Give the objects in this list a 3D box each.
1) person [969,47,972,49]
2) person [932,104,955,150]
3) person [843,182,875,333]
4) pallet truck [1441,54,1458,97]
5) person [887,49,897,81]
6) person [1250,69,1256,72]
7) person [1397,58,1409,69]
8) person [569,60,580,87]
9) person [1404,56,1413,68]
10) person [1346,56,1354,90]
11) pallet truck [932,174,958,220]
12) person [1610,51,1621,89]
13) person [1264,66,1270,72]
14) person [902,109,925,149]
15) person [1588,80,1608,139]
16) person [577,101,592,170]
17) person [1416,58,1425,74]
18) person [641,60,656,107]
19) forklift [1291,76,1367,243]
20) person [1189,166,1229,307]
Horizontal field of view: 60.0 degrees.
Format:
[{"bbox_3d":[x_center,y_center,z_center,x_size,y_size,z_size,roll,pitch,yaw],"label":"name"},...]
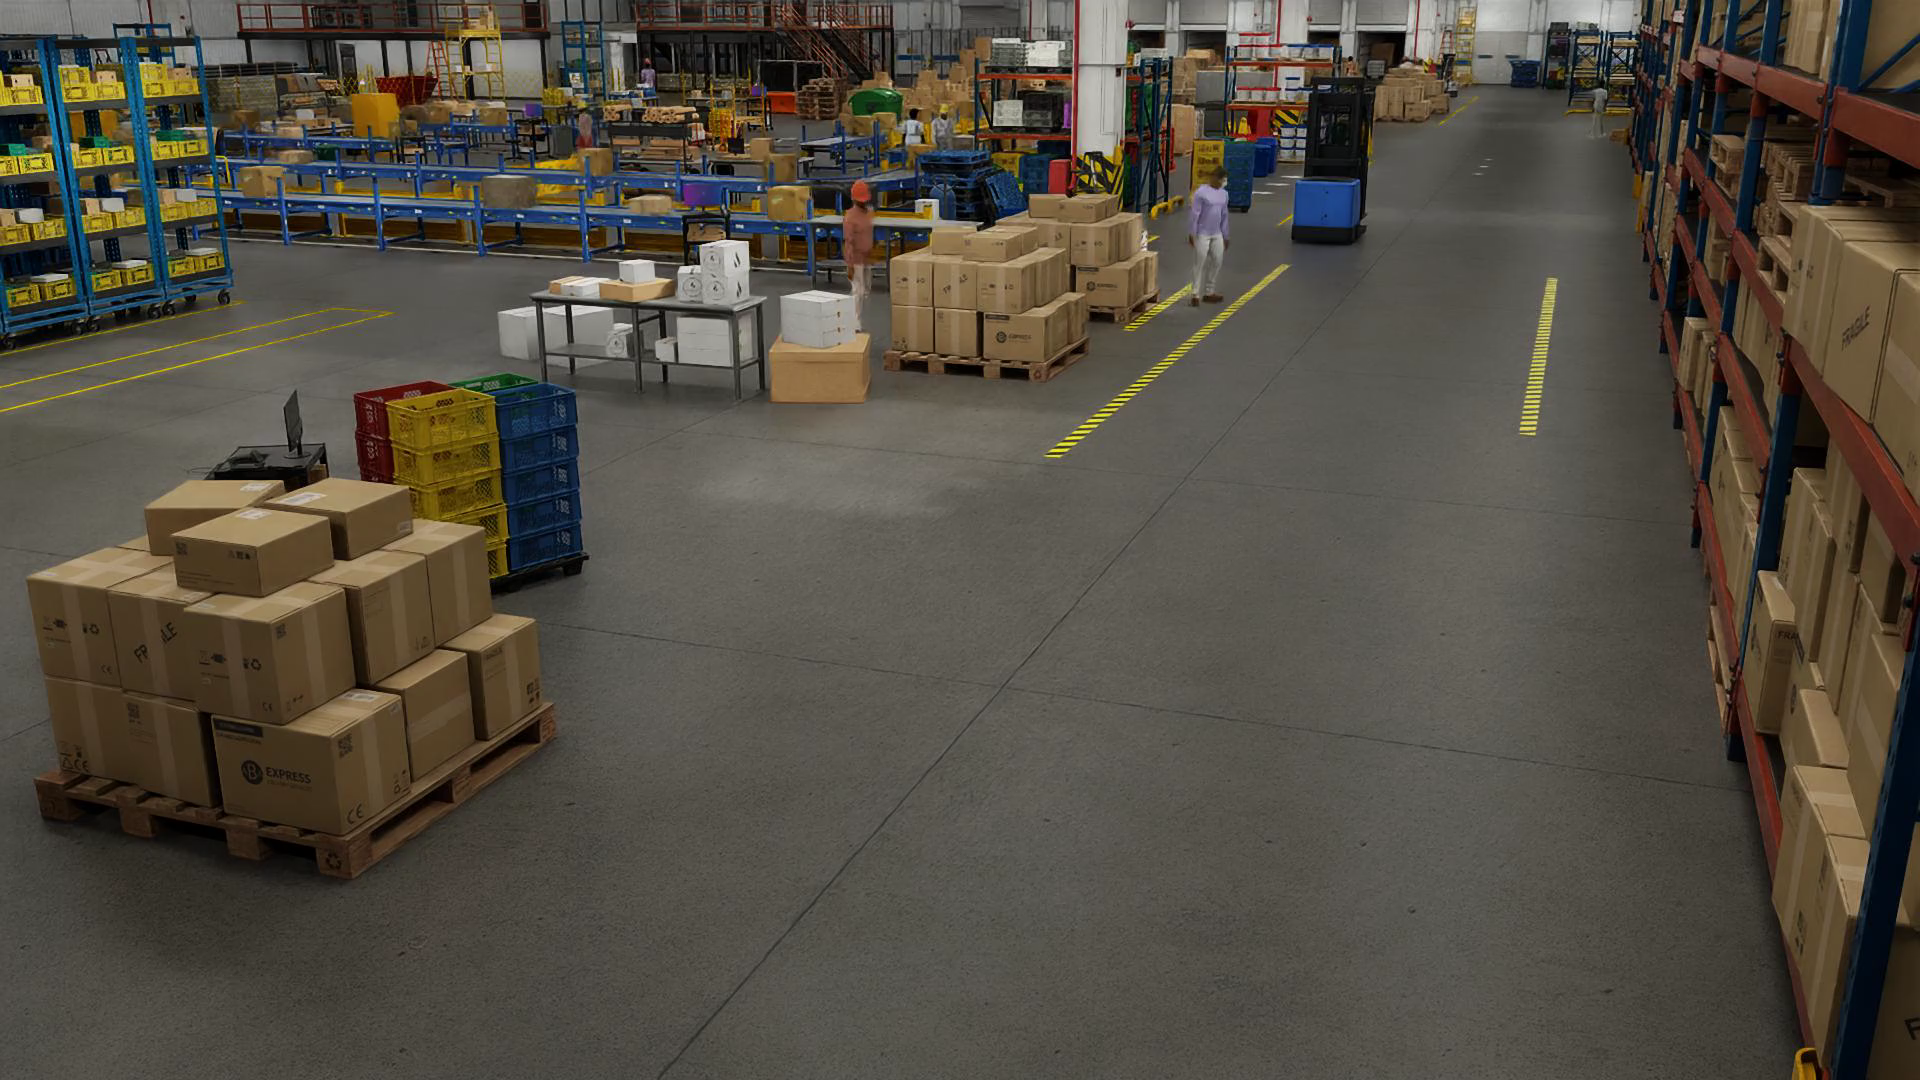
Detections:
[{"bbox_3d":[0.571,-27.521,96.173,0.391,1.931,0.546,12,21,34],"label":"person"},{"bbox_3d":[-0.375,-9.285,39.038,0.591,1.829,0.404,-7,19,-22],"label":"person"},{"bbox_3d":[-1.304,-3.466,20.576,0.702,1.944,0.682,9,20,26],"label":"person"},{"bbox_3d":[22.765,-21.886,78.355,0.823,1.965,1.885,-4,18,-14],"label":"pallet truck"},{"bbox_3d":[-3.937,-27.660,96.842,0.625,1.798,0.971,-8,19,-22],"label":"person"},{"bbox_3d":[10.018,-15.244,57.418,0.695,2.000,0.590,-16,24,-41],"label":"person"},{"bbox_3d":[19.574,-20.349,73.703,0.632,1.904,0.511,-8,19,-25],"label":"person"},{"bbox_3d":[-16.799,-19.995,72.601,0.355,1.883,0.574,12,21,33],"label":"person"},{"bbox_3d":[21.320,-22.191,79.593,0.621,1.834,0.430,-6,19,-19],"label":"person"},{"bbox_3d":[20.017,-23.981,85.424,0.538,1.695,0.319,-14,22,-37],"label":"person"},{"bbox_3d":[-0.507,-5.292,27.348,0.653,1.274,1.630,6,19,19],"label":"pallet truck"},{"bbox_3d":[33.517,-24.009,85.121,0.543,1.939,0.360,3,18,9],"label":"person"},{"bbox_3d":[12.218,-18.166,66.931,0.788,1.847,0.514,-5,18,-15],"label":"person"},{"bbox_3d":[-1.111,-9.630,40.409,0.547,1.640,0.882,7,19,21],"label":"person"},{"bbox_3d":[20.342,-13.712,52.967,0.540,1.823,0.971,16,24,41],"label":"person"},{"bbox_3d":[-9.501,-10.112,41.746,0.637,1.746,0.553,-16,23,-40],"label":"person"},{"bbox_3d":[20.324,-20.230,73.283,0.648,1.911,0.737,-14,22,-37],"label":"person"},{"bbox_3d":[-12.548,-18.284,66.980,0.607,2.034,0.396,-12,21,-32],"label":"person"},{"bbox_3d":[6.598,-6.755,29.381,1.129,2.768,1.873,6,19,19],"label":"forklift"},{"bbox_3d":[3.409,-4.175,22.889,0.718,1.898,0.362,-13,22,-35],"label":"person"}]
